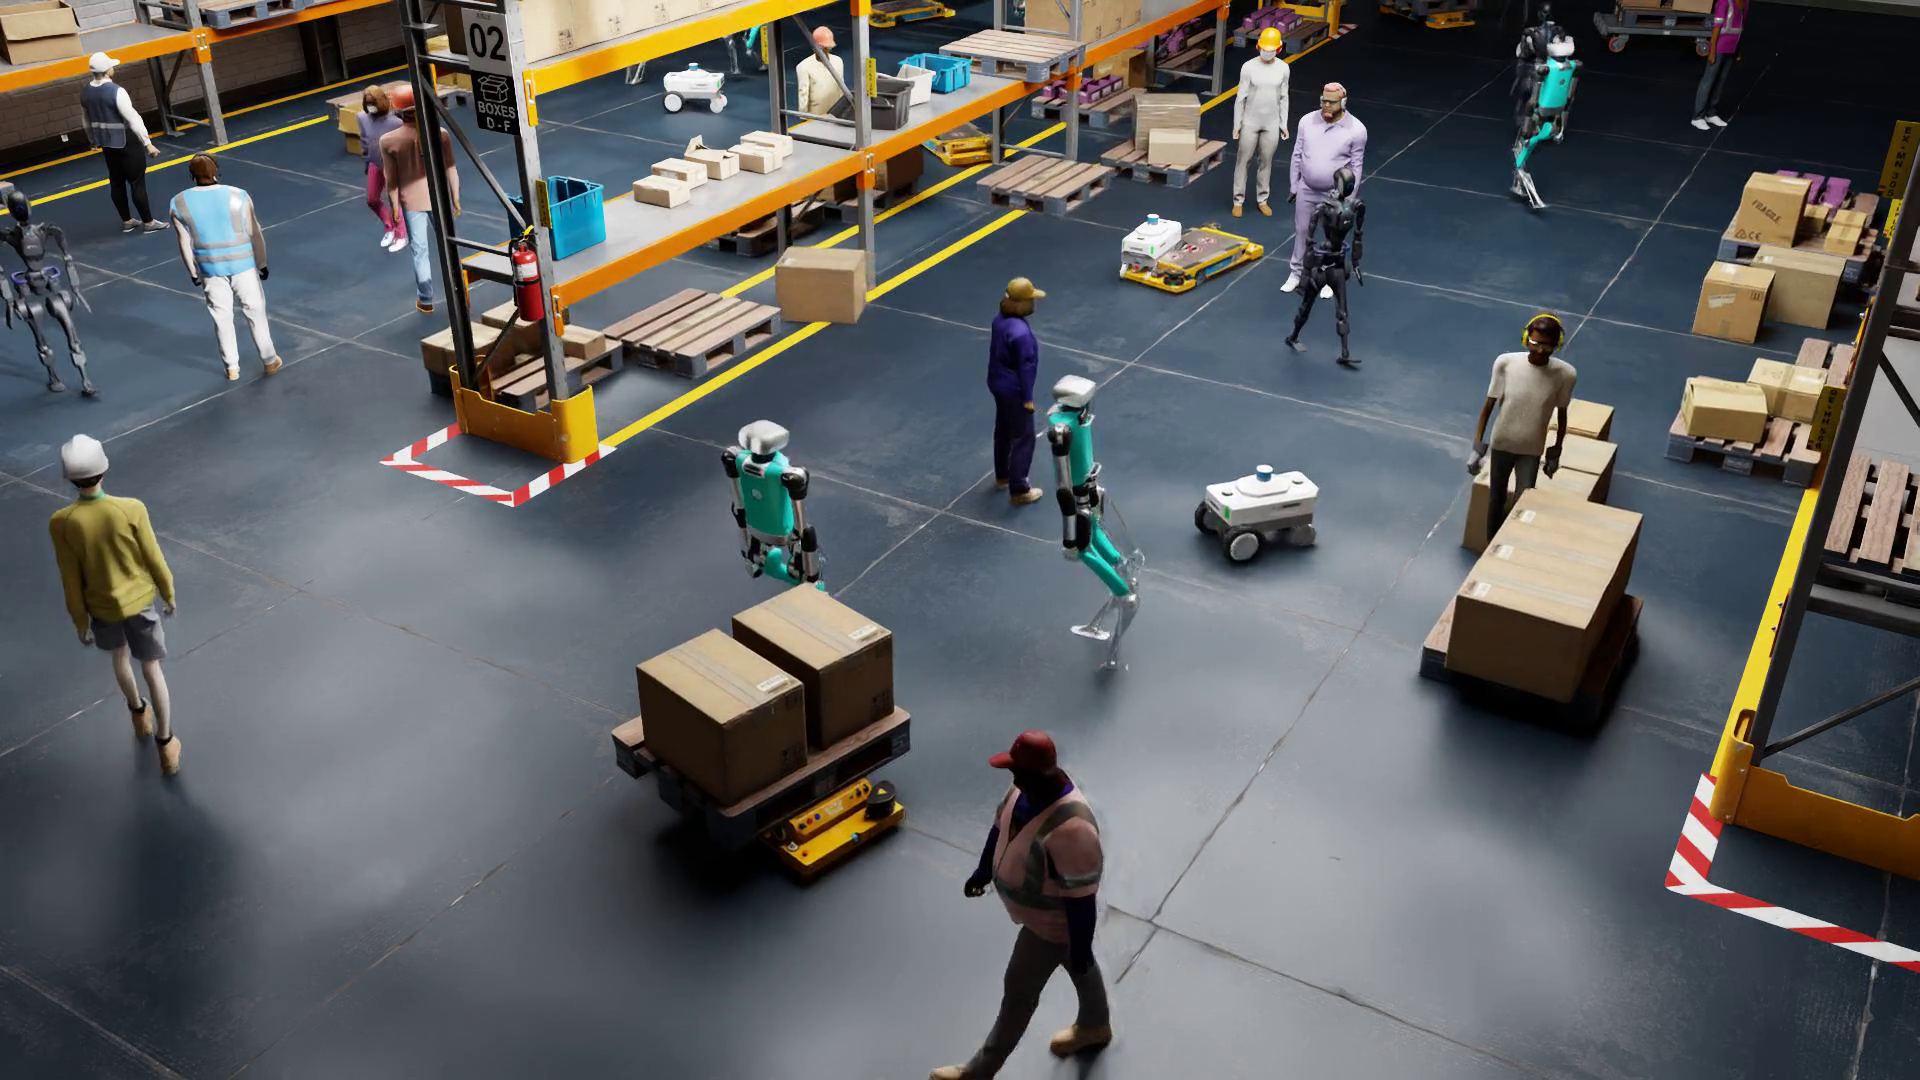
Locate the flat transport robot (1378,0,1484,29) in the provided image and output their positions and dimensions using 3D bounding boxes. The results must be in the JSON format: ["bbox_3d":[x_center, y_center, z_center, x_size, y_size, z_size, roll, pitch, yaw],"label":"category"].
[{"bbox_3d":[7.006,-7.913,24.940,0.659,0.231,1.431,-12,32,-21],"label":"flat transport robot"}]

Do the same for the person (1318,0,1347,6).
[{"bbox_3d":[5.828,-9.193,25.621,0.616,1.836,0.432,26,38,38],"label":"person"}]

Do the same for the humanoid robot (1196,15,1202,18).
[{"bbox_3d":[3.352,-8.561,24.678,0.684,1.630,0.610,-21,36,-33],"label":"humanoid robot"}]

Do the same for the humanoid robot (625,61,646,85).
[{"bbox_3d":[-4.219,-6.654,21.329,0.552,1.893,0.689,19,35,30],"label":"humanoid robot"}]

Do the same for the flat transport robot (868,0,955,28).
[{"bbox_3d":[-0.832,-7.905,24.925,1.431,0.231,0.659,-21,36,-33],"label":"flat transport robot"}]

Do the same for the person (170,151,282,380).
[{"bbox_3d":[-5.803,-2.165,13.174,0.626,1.844,0.429,-9,31,-16],"label":"person"}]

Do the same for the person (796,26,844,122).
[{"bbox_3d":[-1.420,-4.449,17.305,0.576,1.749,0.335,-22,36,-33],"label":"person"}]

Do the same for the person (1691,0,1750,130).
[{"bbox_3d":[9.010,-5.782,19.566,0.511,1.847,0.343,-15,33,-25],"label":"person"}]

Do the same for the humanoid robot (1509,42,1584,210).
[{"bbox_3d":[5.850,-4.230,16.931,0.538,1.729,1.013,-10,31,-16],"label":"humanoid robot"}]

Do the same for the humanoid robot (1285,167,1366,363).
[{"bbox_3d":[3.013,-2.232,13.500,0.595,1.622,0.781,-13,32,-22],"label":"humanoid robot"}]

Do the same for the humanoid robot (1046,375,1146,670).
[{"bbox_3d":[0.878,-0.069,9.596,0.793,1.795,0.533,8,31,15],"label":"humanoid robot"}]

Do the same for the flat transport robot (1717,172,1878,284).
[{"bbox_3d":[7.767,-2.576,15.498,0.659,0.231,1.431,17,34,27],"label":"flat transport robot"}]

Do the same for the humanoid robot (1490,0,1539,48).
[{"bbox_3d":[7.736,-7.646,23.041,0.589,1.639,0.445,-3,30,-5],"label":"humanoid robot"}]

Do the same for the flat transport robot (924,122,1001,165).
[{"bbox_3d":[-0.107,-4.603,19.084,0.659,0.231,1.431,-13,32,-21],"label":"flat transport robot"}]

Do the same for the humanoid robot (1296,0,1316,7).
[{"bbox_3d":[5.262,-8.705,24.844,0.741,1.779,0.530,15,33,25],"label":"humanoid robot"}]

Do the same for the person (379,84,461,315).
[{"bbox_3d":[-4.624,-2.933,14.376,0.619,1.996,0.373,-13,32,-22],"label":"person"}]

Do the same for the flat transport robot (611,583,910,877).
[{"bbox_3d":[-1.020,1.230,8.766,0.659,0.231,1.431,-26,38,-38],"label":"flat transport robot"}]

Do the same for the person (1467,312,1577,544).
[{"bbox_3d":[3.446,-0.539,10.305,0.523,1.832,0.769,13,32,22],"label":"person"}]

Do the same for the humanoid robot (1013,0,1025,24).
[{"bbox_3d":[0.978,-7.139,22.100,0.545,1.736,1.032,4,30,6],"label":"humanoid robot"}]

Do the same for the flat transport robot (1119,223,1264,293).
[{"bbox_3d":[2.191,-2.658,15.643,0.659,0.231,1.431,24,37,36],"label":"flat transport robot"}]

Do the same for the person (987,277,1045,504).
[{"bbox_3d":[0.386,-1.024,11.379,0.373,1.616,0.495,-8,30,-13],"label":"person"}]

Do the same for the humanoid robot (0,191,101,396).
[{"bbox_3d":[-7.066,-1.869,12.831,0.595,1.635,0.691,-21,36,-32],"label":"humanoid robot"}]

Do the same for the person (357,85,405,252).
[{"bbox_3d":[-5.455,-3.522,15.789,0.521,1.611,0.368,7,30,13],"label":"person"}]

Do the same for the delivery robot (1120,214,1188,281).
[{"bbox_3d":[1.788,-2.736,15.492,0.499,0.595,0.792,15,33,25],"label":"delivery robot"}]

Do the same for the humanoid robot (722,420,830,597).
[{"bbox_3d":[-0.900,0.037,9.384,0.596,1.768,0.870,17,34,28],"label":"humanoid robot"}]

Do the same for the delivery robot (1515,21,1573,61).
[{"bbox_3d":[7.938,-6.717,22.552,0.512,0.613,0.785,-9,31,-15],"label":"delivery robot"}]

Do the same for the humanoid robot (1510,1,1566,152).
[{"bbox_3d":[6.532,-5.214,18.734,0.585,1.637,0.351,-5,30,-9],"label":"humanoid robot"}]

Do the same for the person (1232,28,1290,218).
[{"bbox_3d":[3.018,-4.184,16.700,0.571,1.889,0.375,-3,30,-4],"label":"person"}]

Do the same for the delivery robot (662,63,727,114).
[{"bbox_3d":[-3.279,-5.568,20.496,0.782,0.589,0.499,2,30,4],"label":"delivery robot"}]

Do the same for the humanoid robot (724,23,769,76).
[{"bbox_3d":[-2.802,-6.814,21.547,0.530,1.761,1.041,14,32,23],"label":"humanoid robot"}]

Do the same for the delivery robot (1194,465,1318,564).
[{"bbox_3d":[1.968,-0.202,11.013,0.777,0.598,0.499,-9,31,-16],"label":"delivery robot"}]

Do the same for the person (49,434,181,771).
[{"bbox_3d":[-4.430,0.289,8.808,0.507,1.867,0.803,-12,32,-21],"label":"person"}]

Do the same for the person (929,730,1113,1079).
[{"bbox_3d":[0.269,1.521,6.796,0.934,1.698,0.608,-9,31,-15],"label":"person"}]

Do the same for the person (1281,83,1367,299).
[{"bbox_3d":[3.214,-3.095,14.755,0.638,1.908,0.413,14,32,24],"label":"person"}]

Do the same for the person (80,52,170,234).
[{"bbox_3d":[-8.228,-3.873,16.278,0.757,1.758,0.432,8,30,14],"label":"person"}]
